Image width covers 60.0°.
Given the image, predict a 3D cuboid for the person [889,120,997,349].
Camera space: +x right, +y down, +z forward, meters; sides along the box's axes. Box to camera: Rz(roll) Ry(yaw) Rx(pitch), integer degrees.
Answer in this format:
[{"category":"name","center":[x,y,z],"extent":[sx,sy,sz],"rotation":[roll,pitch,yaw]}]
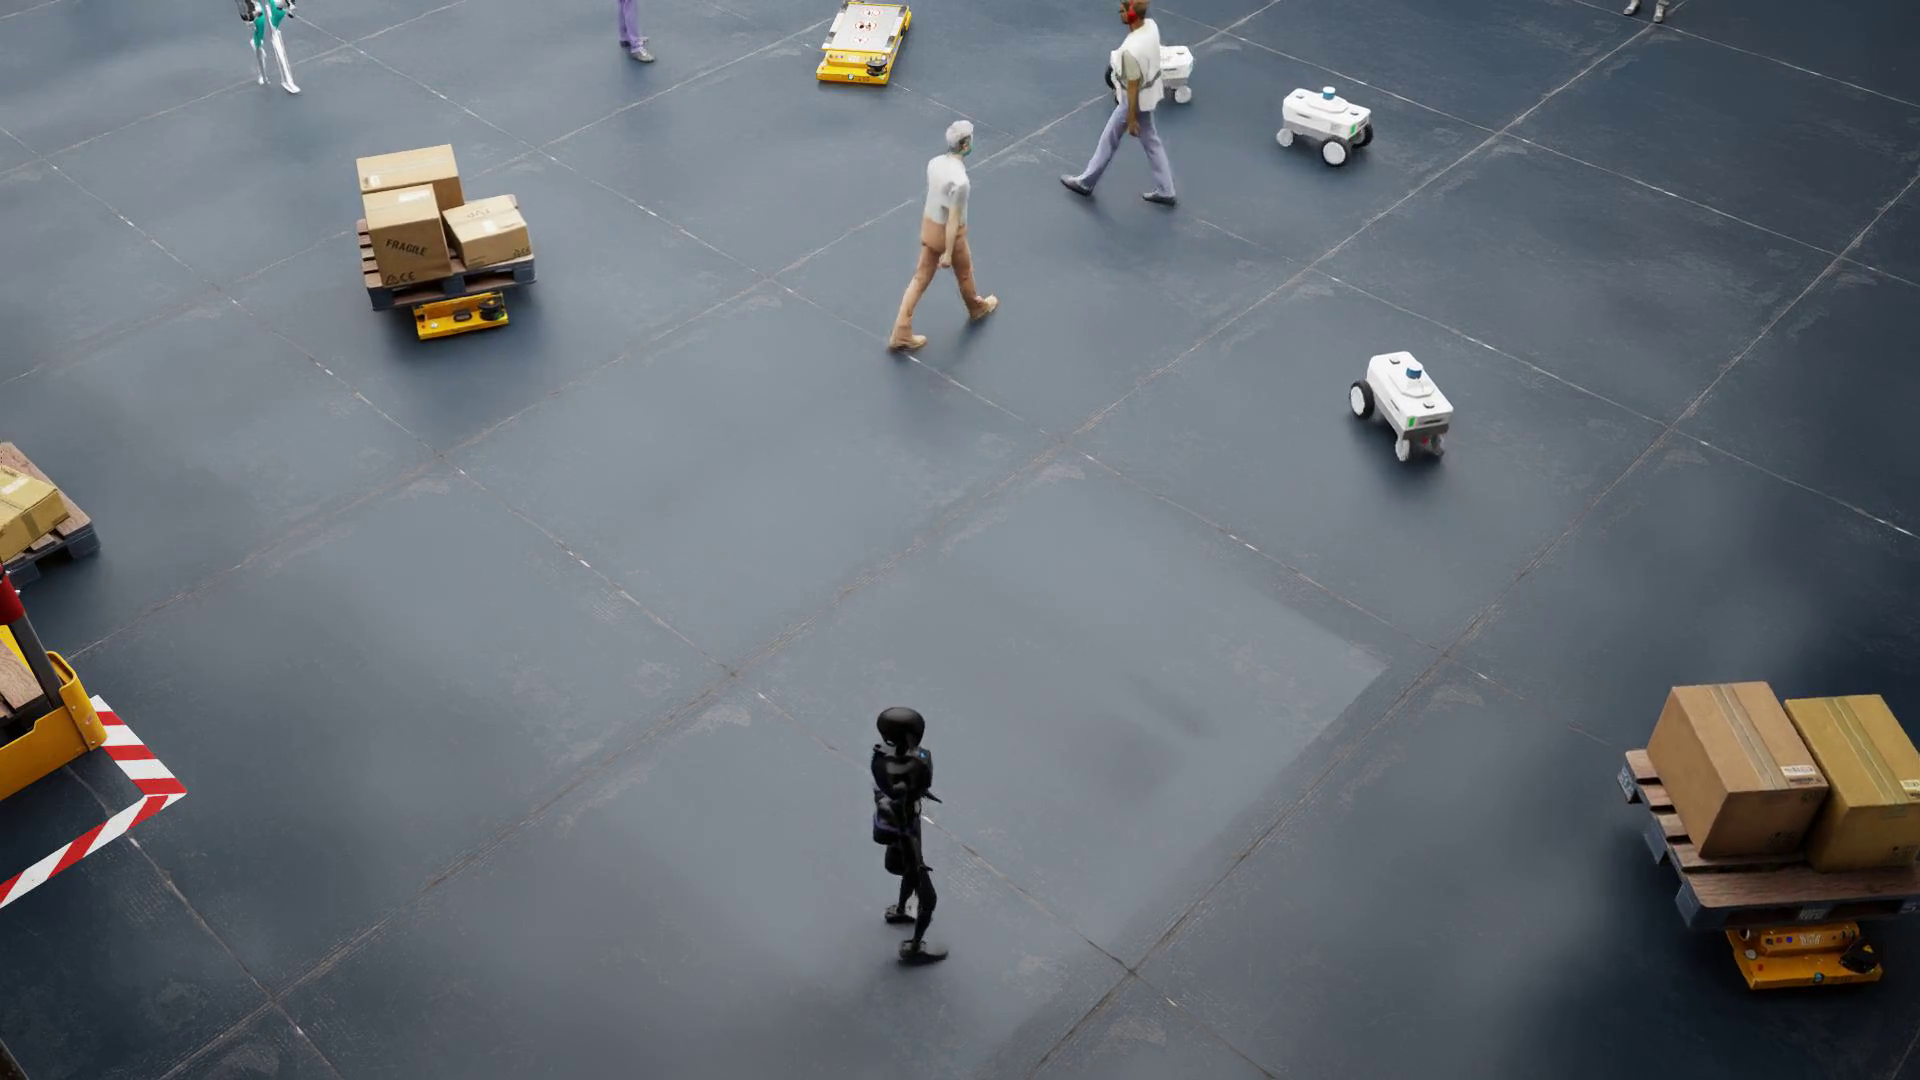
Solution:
[{"category":"person","center":[-0.145,-2.188,11.919],"extent":[0.976,1.668,0.473],"rotation":[-27,49,-27]}]

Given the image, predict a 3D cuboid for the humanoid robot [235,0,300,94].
[{"category":"humanoid robot","center":[-6.228,-4.745,14.790],"extent":[0.539,1.900,0.753],"rotation":[-32,51,-30]}]

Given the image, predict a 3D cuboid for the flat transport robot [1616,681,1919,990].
[{"category":"flat transport robot","center":[4.158,1.664,8.676],"extent":[0.659,0.231,1.431],"rotation":[-3,42,-3]}]

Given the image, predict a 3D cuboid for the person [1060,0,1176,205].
[{"category":"person","center":[1.357,-3.531,13.316],"extent":[0.985,1.781,0.572],"rotation":[18,45,19]}]

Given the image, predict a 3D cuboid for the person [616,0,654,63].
[{"category":"person","center":[-3.082,-5.338,15.300],"extent":[0.458,1.827,0.636],"rotation":[3,42,4]}]

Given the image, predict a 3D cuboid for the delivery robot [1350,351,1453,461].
[{"category":"delivery robot","center":[3.048,-0.964,11.398],"extent":[0.499,0.614,0.790],"rotation":[-10,43,-11]}]

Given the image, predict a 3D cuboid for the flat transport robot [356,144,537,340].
[{"category":"flat transport robot","center":[-3.909,-2.044,12.798],"extent":[0.659,0.231,1.431],"rotation":[-13,44,-14]}]

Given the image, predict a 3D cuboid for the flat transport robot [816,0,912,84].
[{"category":"flat transport robot","center":[-0.901,-4.750,15.806],"extent":[0.659,0.231,1.431],"rotation":[6,42,6]}]

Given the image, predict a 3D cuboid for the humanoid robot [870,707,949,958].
[{"category":"humanoid robot","center":[-0.221,1.354,7.970],"extent":[0.389,1.655,0.584],"rotation":[0,42,0]}]

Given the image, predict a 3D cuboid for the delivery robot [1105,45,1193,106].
[{"category":"delivery robot","center":[1.720,-4.239,15.009],"extent":[0.759,0.575,0.499],"rotation":[-6,42,-7]}]

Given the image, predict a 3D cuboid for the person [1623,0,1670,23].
[{"category":"person","center":[6.802,-5.907,15.925],"extent":[0.565,1.834,0.404],"rotation":[21,46,21]}]

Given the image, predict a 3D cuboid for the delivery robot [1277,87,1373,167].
[{"category":"delivery robot","center":[3.153,-3.593,14.306],"extent":[0.781,0.595,0.499],"rotation":[26,48,26]}]
